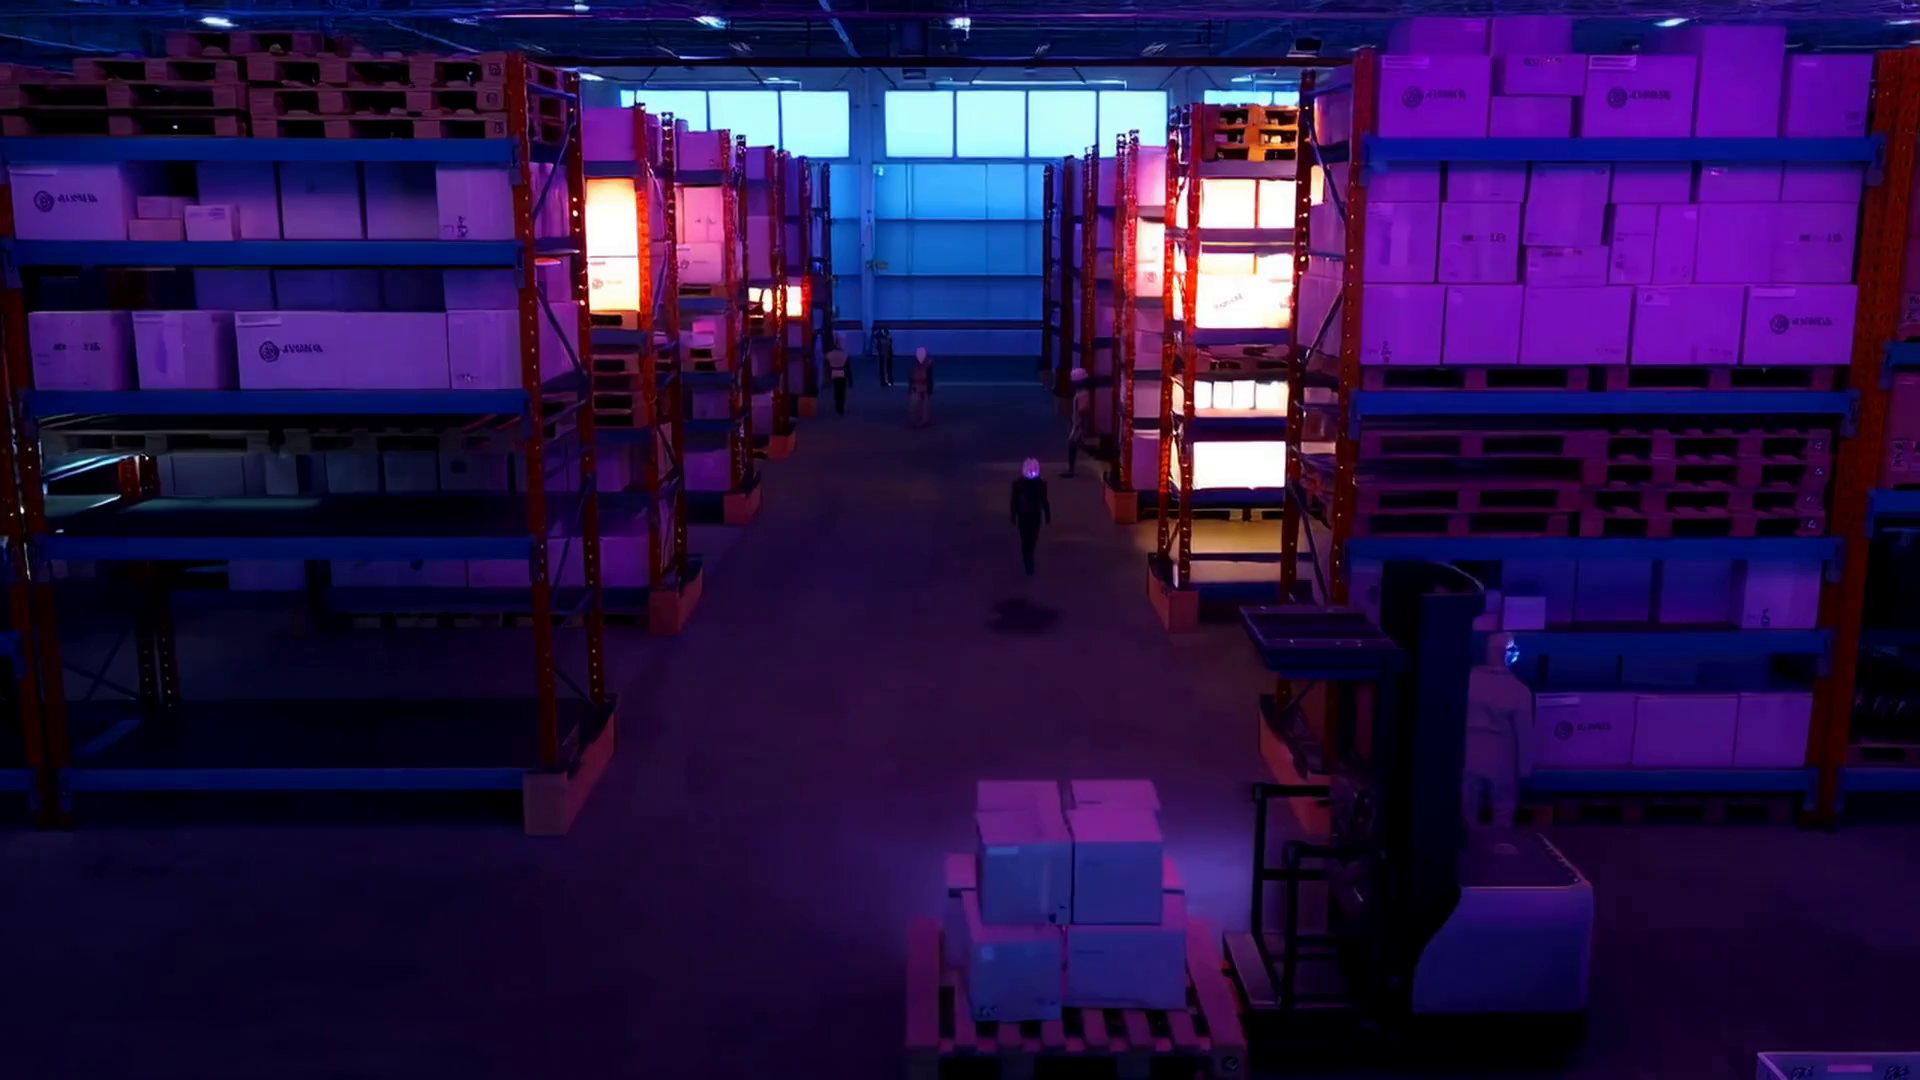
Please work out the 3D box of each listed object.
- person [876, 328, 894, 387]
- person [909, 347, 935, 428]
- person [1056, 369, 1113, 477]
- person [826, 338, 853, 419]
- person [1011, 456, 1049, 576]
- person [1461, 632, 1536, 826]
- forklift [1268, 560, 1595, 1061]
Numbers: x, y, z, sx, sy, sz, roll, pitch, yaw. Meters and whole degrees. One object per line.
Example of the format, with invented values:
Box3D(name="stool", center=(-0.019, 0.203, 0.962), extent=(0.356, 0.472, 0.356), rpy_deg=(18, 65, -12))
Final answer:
Box3D(name="person", center=(-2.053, -5.002, 45.595), extent=(0.498, 1.633, 0.284), rpy_deg=(1, 11, 3))
Box3D(name="person", center=(-0.915, -3.382, 37.077), extent=(0.654, 1.825, 0.634), rpy_deg=(6, 13, 27))
Box3D(name="person", center=(2.320, -2.134, 30.480), extent=(0.998, 2.008, 0.615), rpy_deg=(-2, 12, -7))
Box3D(name="person", center=(-2.841, -3.777, 38.933), extent=(0.604, 1.882, 0.929), rpy_deg=(3, 12, 13))
Box3D(name="person", center=(0.943, -0.369, 22.694), extent=(0.505, 1.605, 0.761), rpy_deg=(-2, 12, -10))
Box3D(name="person", center=(3.904, 1.606, 12.172), extent=(0.401, 1.904, 0.648), rpy_deg=(-10, 15, -41))
Box3D(name="forklift", center=(2.740, 1.565, 9.943), extent=(1.873, 2.768, 1.129), rpy_deg=(0, 11, -1))
